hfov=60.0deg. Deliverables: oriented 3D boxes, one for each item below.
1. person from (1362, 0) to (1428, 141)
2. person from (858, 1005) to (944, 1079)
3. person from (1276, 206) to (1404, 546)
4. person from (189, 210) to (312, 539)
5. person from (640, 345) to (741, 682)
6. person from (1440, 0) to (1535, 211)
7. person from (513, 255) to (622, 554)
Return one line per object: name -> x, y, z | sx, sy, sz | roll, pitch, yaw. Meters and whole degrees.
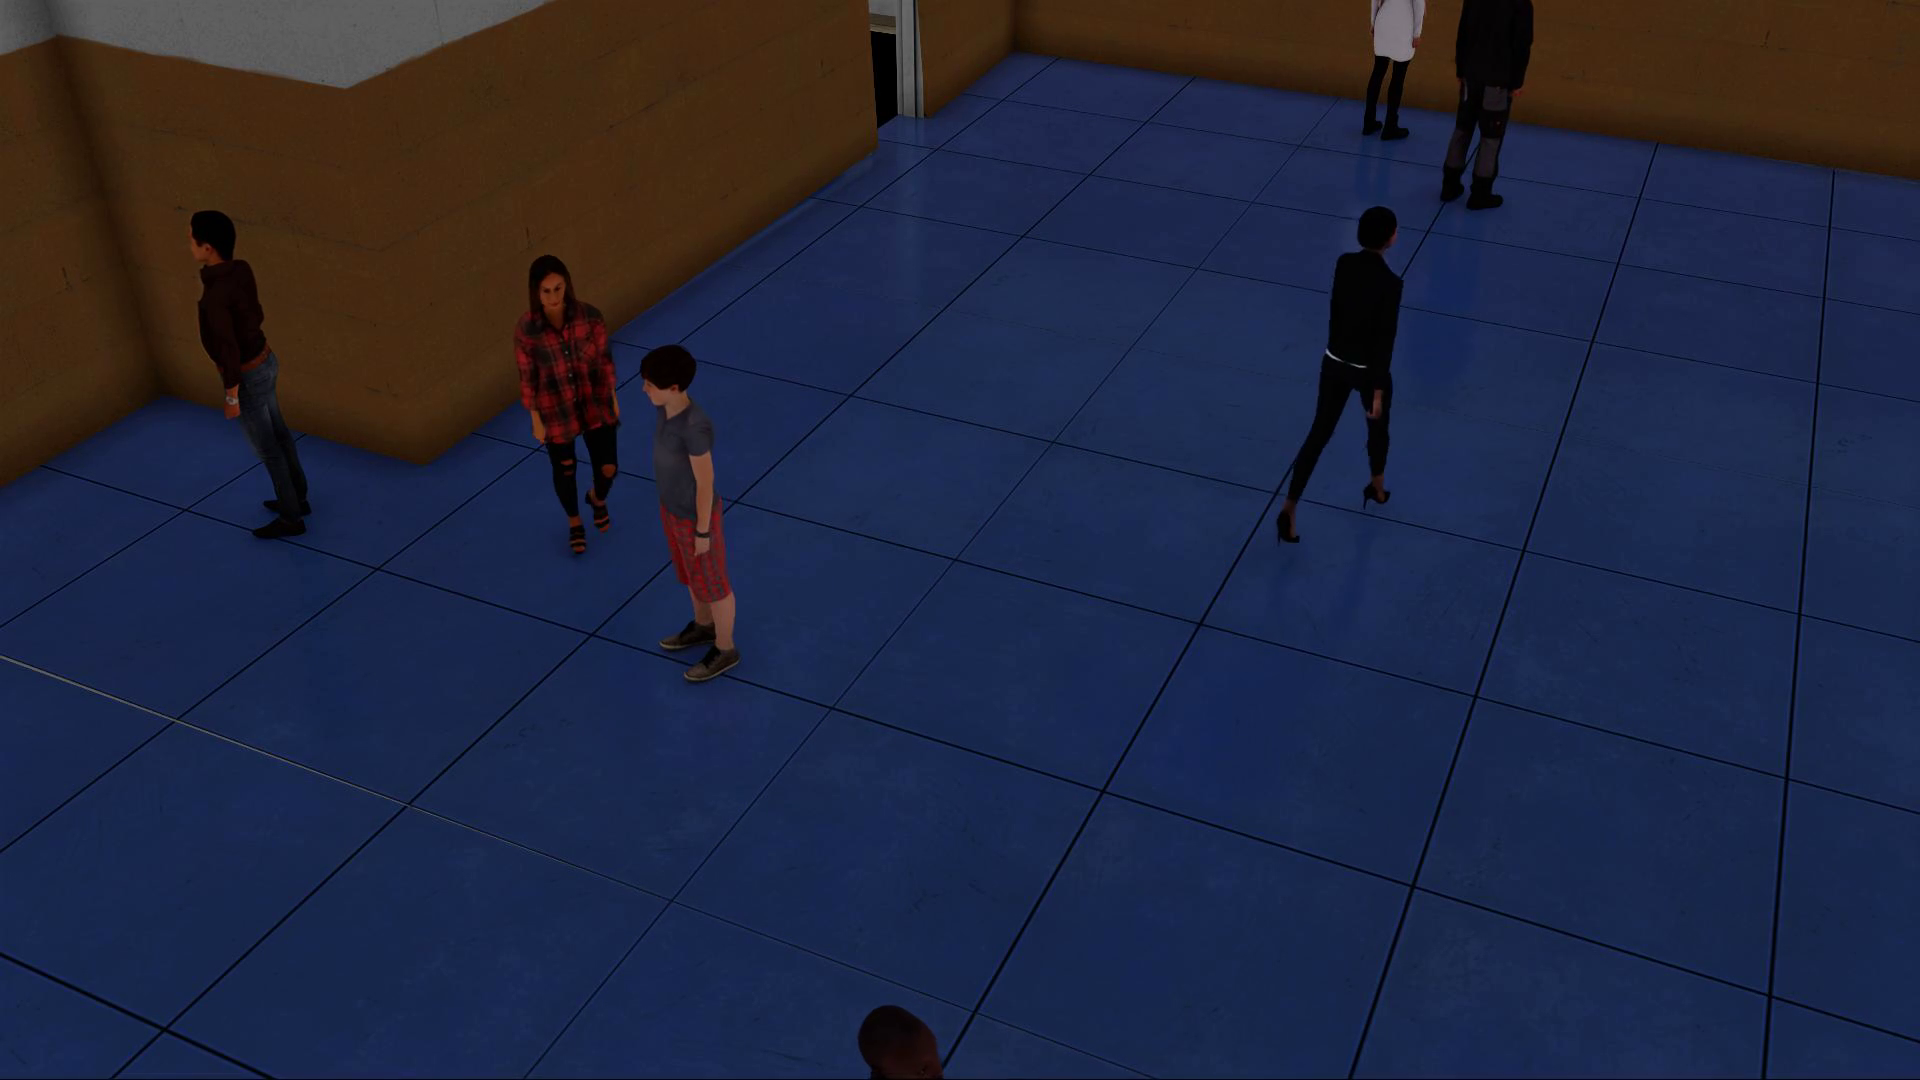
person -> 3.510, -4.143, 13.394 | 0.781, 1.803, 0.659 | -26, 42, -34
person -> -0.173, 1.860, 4.409 | 0.575, 1.761, 0.656 | 11, 35, 16
person -> 1.908, -0.761, 8.324 | 1.018, 1.787, 1.174 | -25, 41, -32
person -> -3.596, -0.832, 8.436 | 0.708, 1.782, 0.718 | -3, 34, -4
person -> -1.203, -0.130, 7.489 | 0.732, 1.650, 0.638 | -18, 37, -24
person -> 3.855, -3.397, 12.145 | 0.845, 1.945, 0.686 | -27, 42, -34
person -> -1.925, -0.663, 8.274 | 0.772, 1.679, 0.833 | -11, 35, -16
